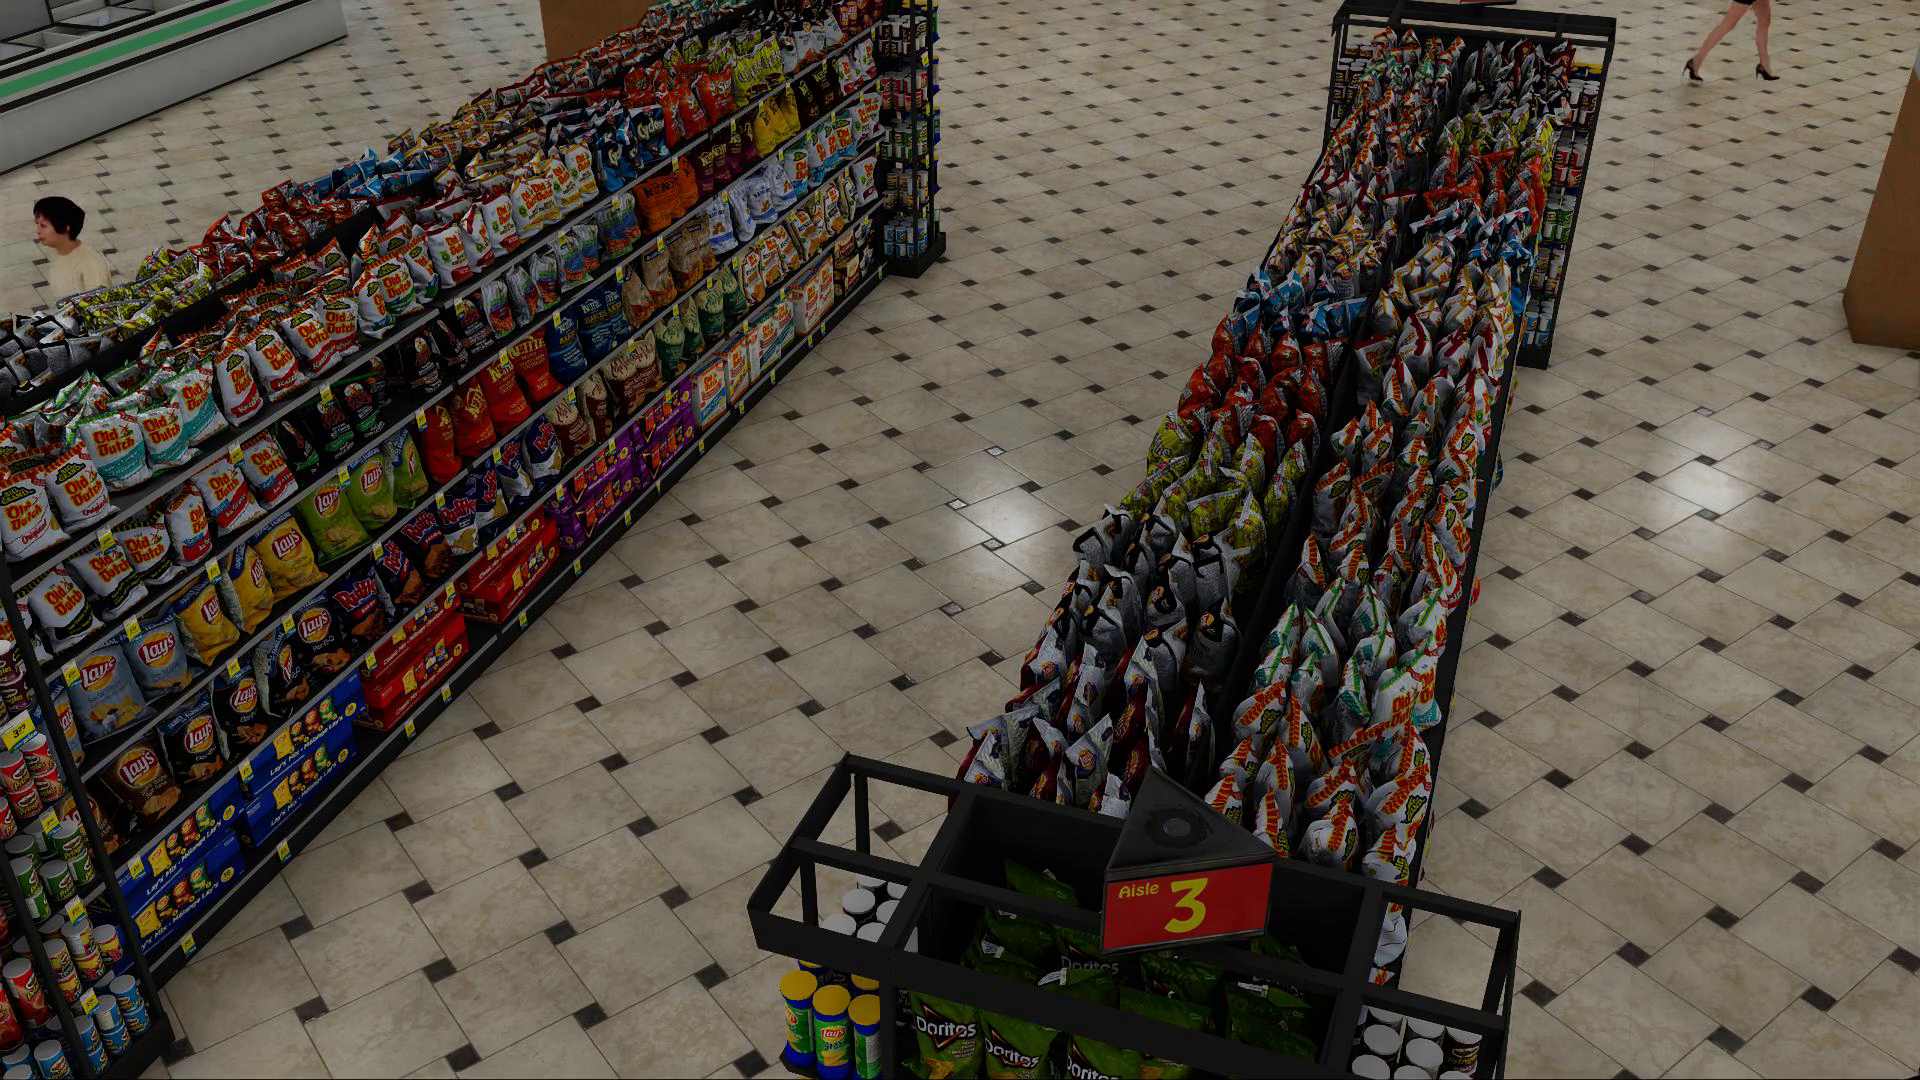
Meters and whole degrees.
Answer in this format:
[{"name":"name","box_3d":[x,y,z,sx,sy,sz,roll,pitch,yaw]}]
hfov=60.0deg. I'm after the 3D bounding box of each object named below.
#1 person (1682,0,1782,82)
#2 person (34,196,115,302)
[{"name":"person","box_3d":[6.929,-4.864,14.723,0.808,1.716,1.107,3,32,5]},{"name":"person","box_3d":[-4.451,-1.059,8.743,0.694,1.573,0.794,20,37,28]}]
